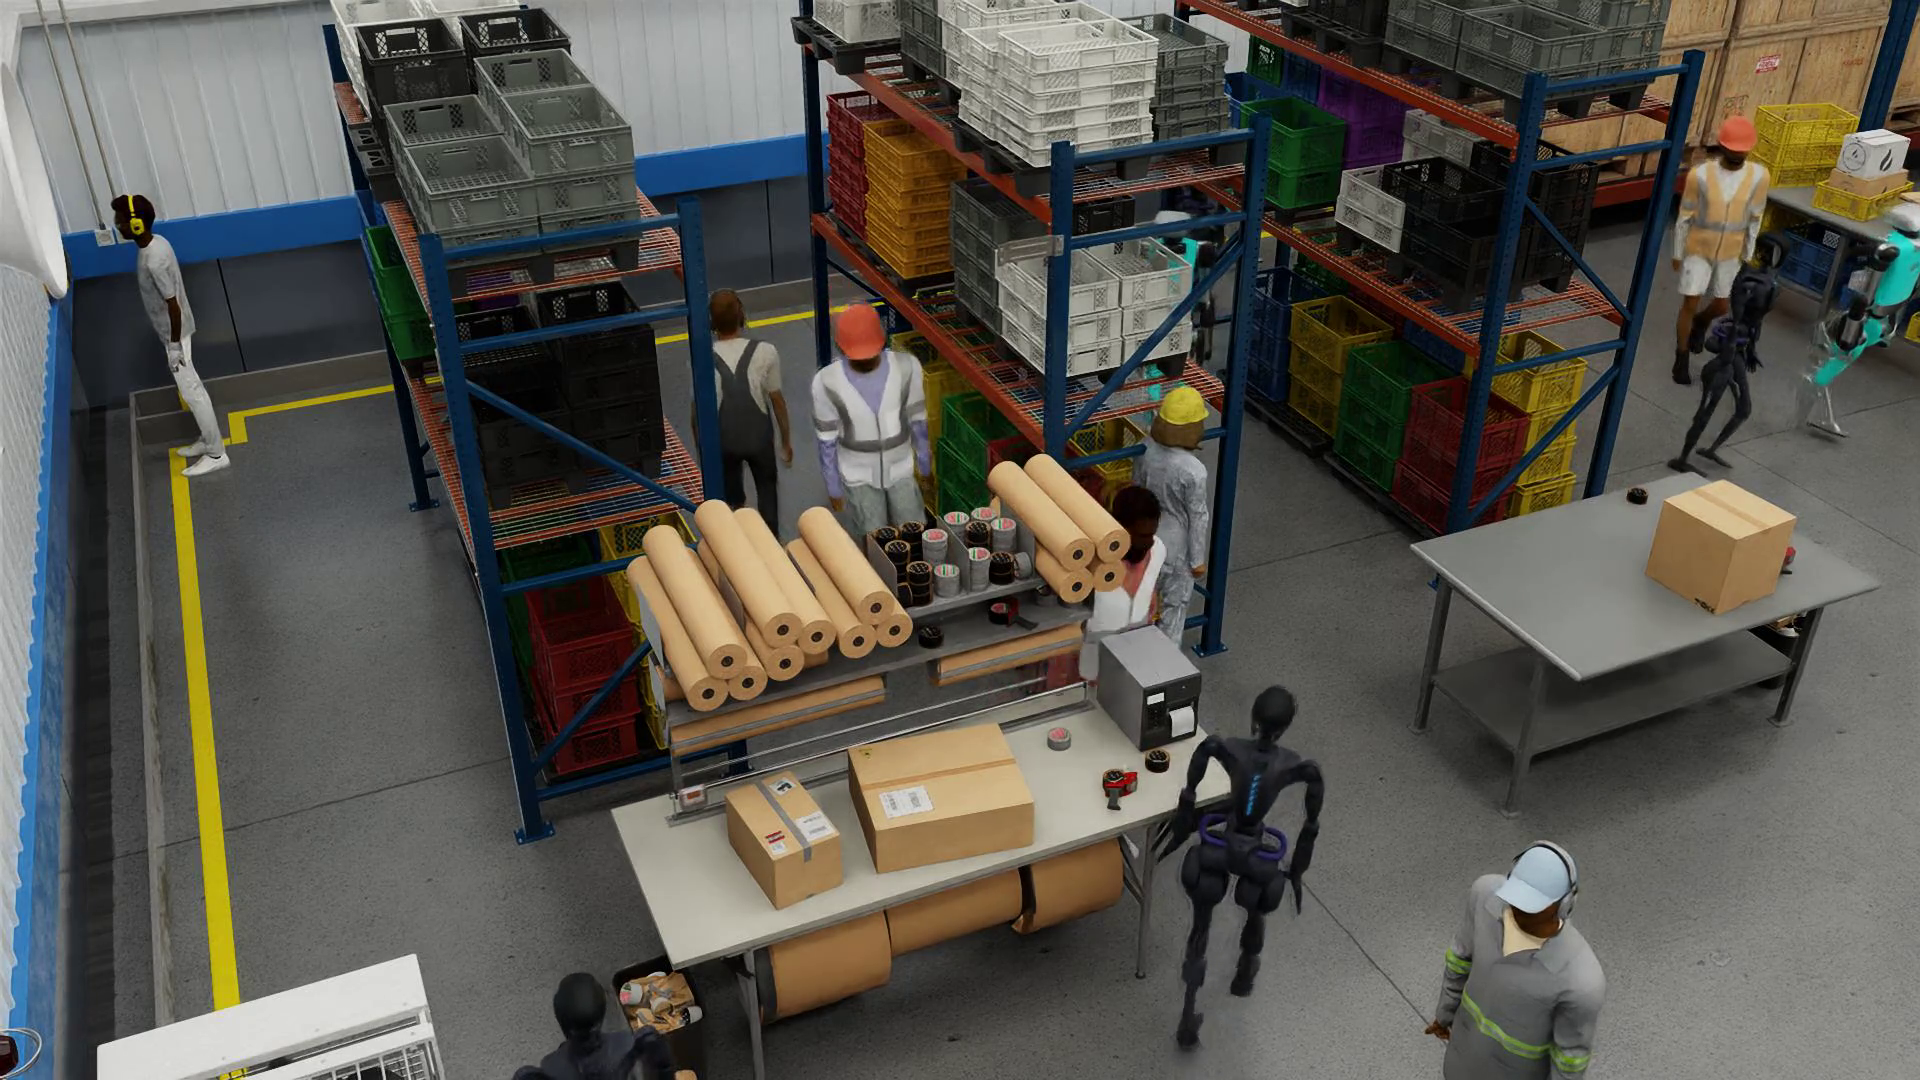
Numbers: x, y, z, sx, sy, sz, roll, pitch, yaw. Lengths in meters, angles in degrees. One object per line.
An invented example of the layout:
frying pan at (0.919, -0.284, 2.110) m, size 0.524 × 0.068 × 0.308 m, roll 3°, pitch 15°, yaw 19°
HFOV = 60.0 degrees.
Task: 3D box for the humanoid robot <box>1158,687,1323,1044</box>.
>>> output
humanoid robot at (1.089, 1.266, 6.612) m, size 0.612 × 1.651 × 0.580 m, roll 9°, pitch 33°, yaw 15°

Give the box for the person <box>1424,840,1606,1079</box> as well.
person at (1.815, 1.742, 5.631) m, size 0.366 × 1.852 × 0.594 m, roll -15°, pitch 35°, yaw -23°

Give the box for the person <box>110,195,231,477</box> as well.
person at (-5.008, -1.295, 10.547) m, size 0.311 × 1.868 × 0.527 m, roll -14°, pitch 34°, yaw -21°

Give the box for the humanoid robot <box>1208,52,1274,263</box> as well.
humanoid robot at (2.259, -3.065, 13.420) m, size 0.735 × 1.677 × 0.533 m, roll -8°, pitch 32°, yaw -13°

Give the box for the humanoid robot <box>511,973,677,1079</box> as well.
humanoid robot at (-1.136, 2.042, 5.353) m, size 0.589 × 1.627 × 0.763 m, roll -15°, pitch 35°, yaw -23°

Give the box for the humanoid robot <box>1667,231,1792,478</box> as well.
humanoid robot at (4.875, -1.173, 10.526) m, size 0.362 × 1.648 × 0.590 m, roll 23°, pitch 38°, yaw 32°

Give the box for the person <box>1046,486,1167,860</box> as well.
person at (0.604, 0.552, 7.525) m, size 0.647 × 1.882 × 0.687 m, roll -22°, pitch 38°, yaw -31°

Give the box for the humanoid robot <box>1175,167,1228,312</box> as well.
humanoid robot at (1.827, -2.420, 12.576) m, size 0.676 × 1.628 × 0.612 m, roll -20°, pitch 37°, yaw -28°

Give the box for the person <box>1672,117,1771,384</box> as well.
person at (5.315, -2.071, 11.761) m, size 0.559 × 1.922 × 0.545 m, roll 6°, pitch 32°, yaw 9°

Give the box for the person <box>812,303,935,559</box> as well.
person at (-0.441, -0.343, 8.860) m, size 0.644 × 2.015 × 0.444 m, roll -7°, pitch 32°, yaw -11°

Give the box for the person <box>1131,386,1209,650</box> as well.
person at (1.080, 0.005, 8.555) m, size 0.321 × 1.742 × 0.491 m, roll -23°, pitch 39°, yaw -33°

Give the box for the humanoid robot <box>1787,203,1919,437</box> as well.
humanoid robot at (5.775, -1.354, 10.884) m, size 0.575 × 1.902 × 0.767 m, roll -15°, pitch 35°, yaw -23°

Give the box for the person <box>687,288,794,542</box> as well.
person at (-1.222, -0.547, 9.360) m, size 0.564 × 1.835 × 0.481 m, roll -5°, pitch 32°, yaw -8°

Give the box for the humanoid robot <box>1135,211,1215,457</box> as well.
humanoid robot at (1.298, -1.060, 10.371) m, size 0.558 × 1.846 × 0.794 m, roll 3°, pitch 32°, yaw 5°
